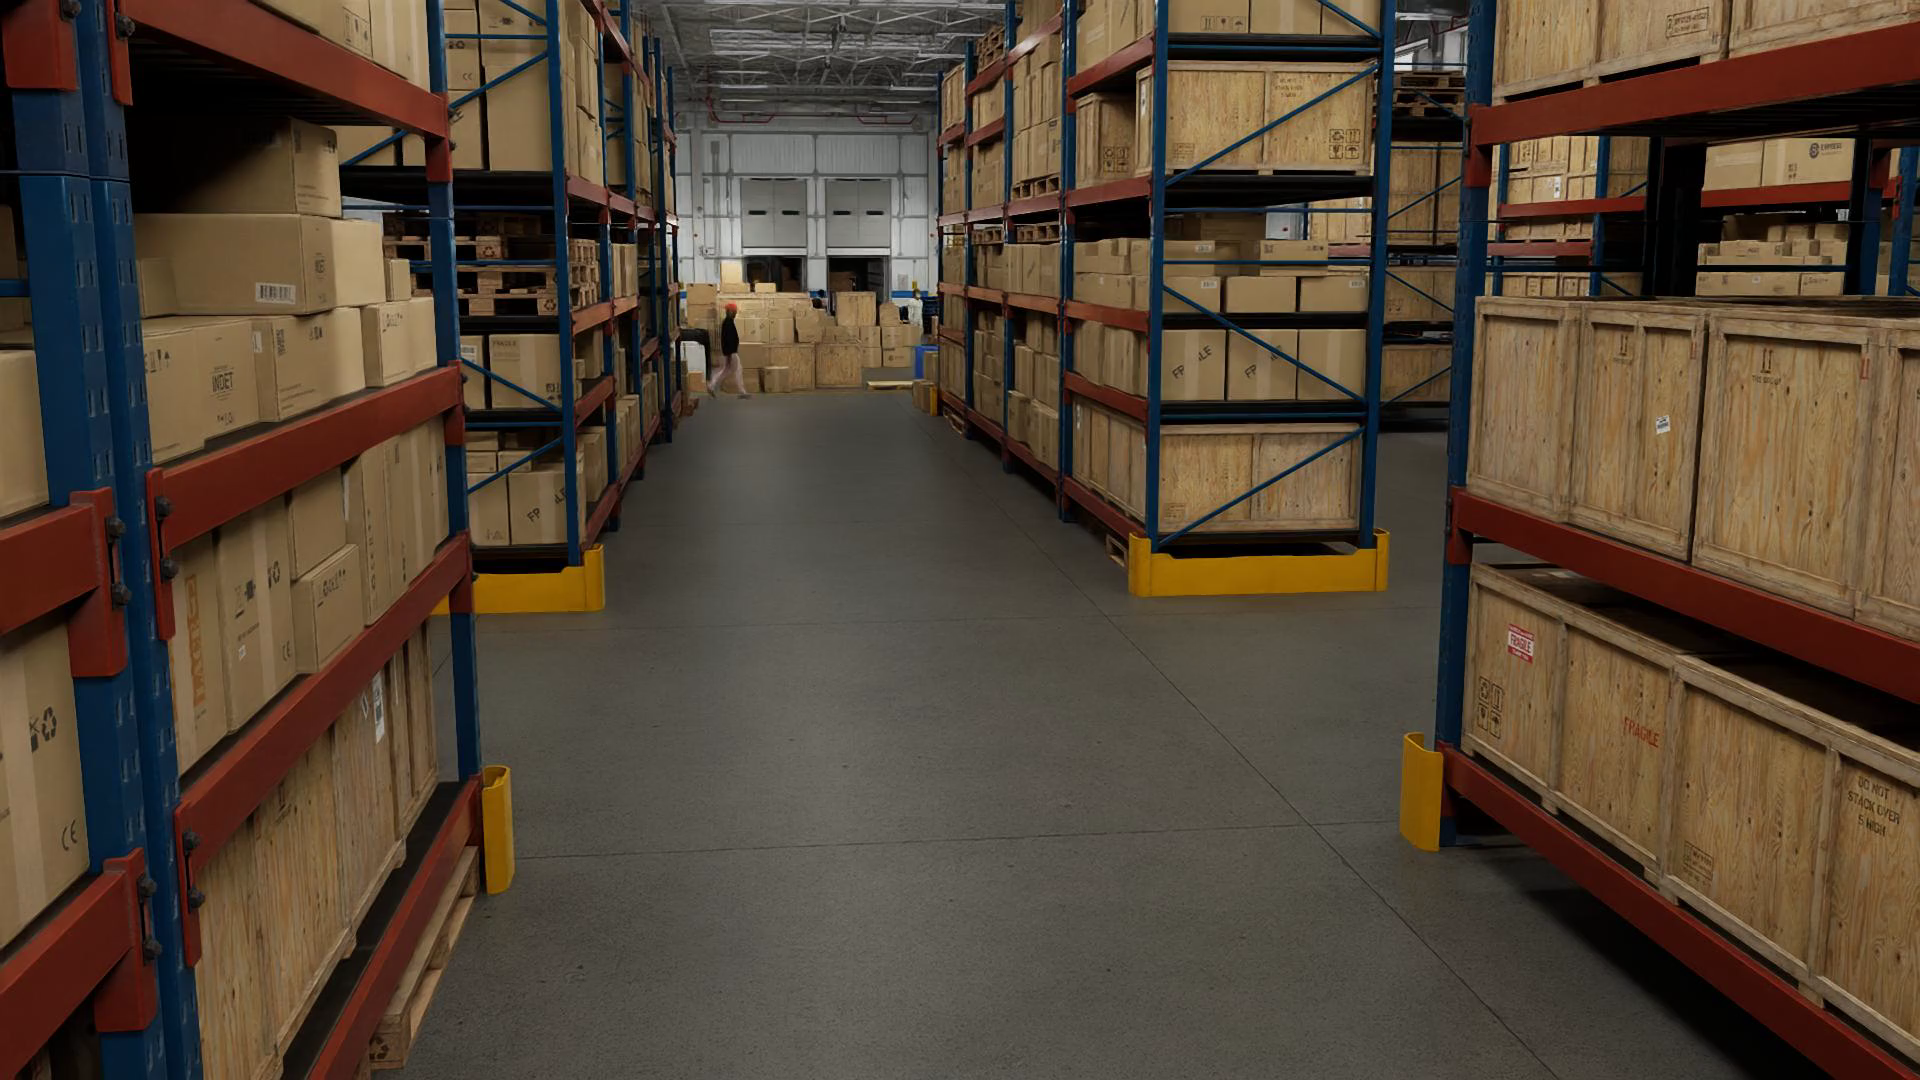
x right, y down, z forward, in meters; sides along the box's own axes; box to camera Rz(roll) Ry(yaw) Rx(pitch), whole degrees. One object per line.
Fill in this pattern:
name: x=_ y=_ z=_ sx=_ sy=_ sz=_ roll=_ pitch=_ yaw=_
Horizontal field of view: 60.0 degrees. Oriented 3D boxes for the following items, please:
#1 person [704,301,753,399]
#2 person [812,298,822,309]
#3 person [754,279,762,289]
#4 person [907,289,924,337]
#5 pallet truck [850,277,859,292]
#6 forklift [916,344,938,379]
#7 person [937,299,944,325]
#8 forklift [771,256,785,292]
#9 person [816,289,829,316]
person: x=-4.646 y=-3.777 z=33.209 sx=0.899 sy=1.970 sz=0.608 roll=-3 pitch=10 yaw=-19
person: x=-3.529 y=-5.007 z=40.768 sx=0.429 sy=1.837 sz=0.629 roll=-6 pitch=11 yaw=-30
person: x=-7.962 y=-9.473 z=66.563 sx=0.791 sy=1.897 sz=0.609 roll=5 pitch=11 yaw=26
person: x=-1.242 y=-6.133 z=47.019 sx=0.371 sy=1.936 sz=0.629 roll=6 pitch=12 yaw=33
pallet truck: x=-3.782 y=-9.391 z=65.808 sx=1.885 sy=1.965 sz=0.823 roll=2 pitch=10 yaw=10
forklift: x=0.127 y=-4.249 z=33.303 sx=1.873 sy=2.768 sz=1.129 roll=-6 pitch=11 yaw=-31
person: x=-0.255 y=-4.434 z=37.218 sx=0.827 sy=1.914 sz=0.553 roll=5 pitch=11 yaw=25
forklift: x=-6.462 y=-8.662 z=58.992 sx=1.873 sy=2.768 sz=1.129 roll=0 pitch=10 yaw=0
person: x=-4.981 y=-8.106 z=59.317 sx=0.533 sy=1.662 sz=0.868 roll=9 pitch=13 yaw=42
